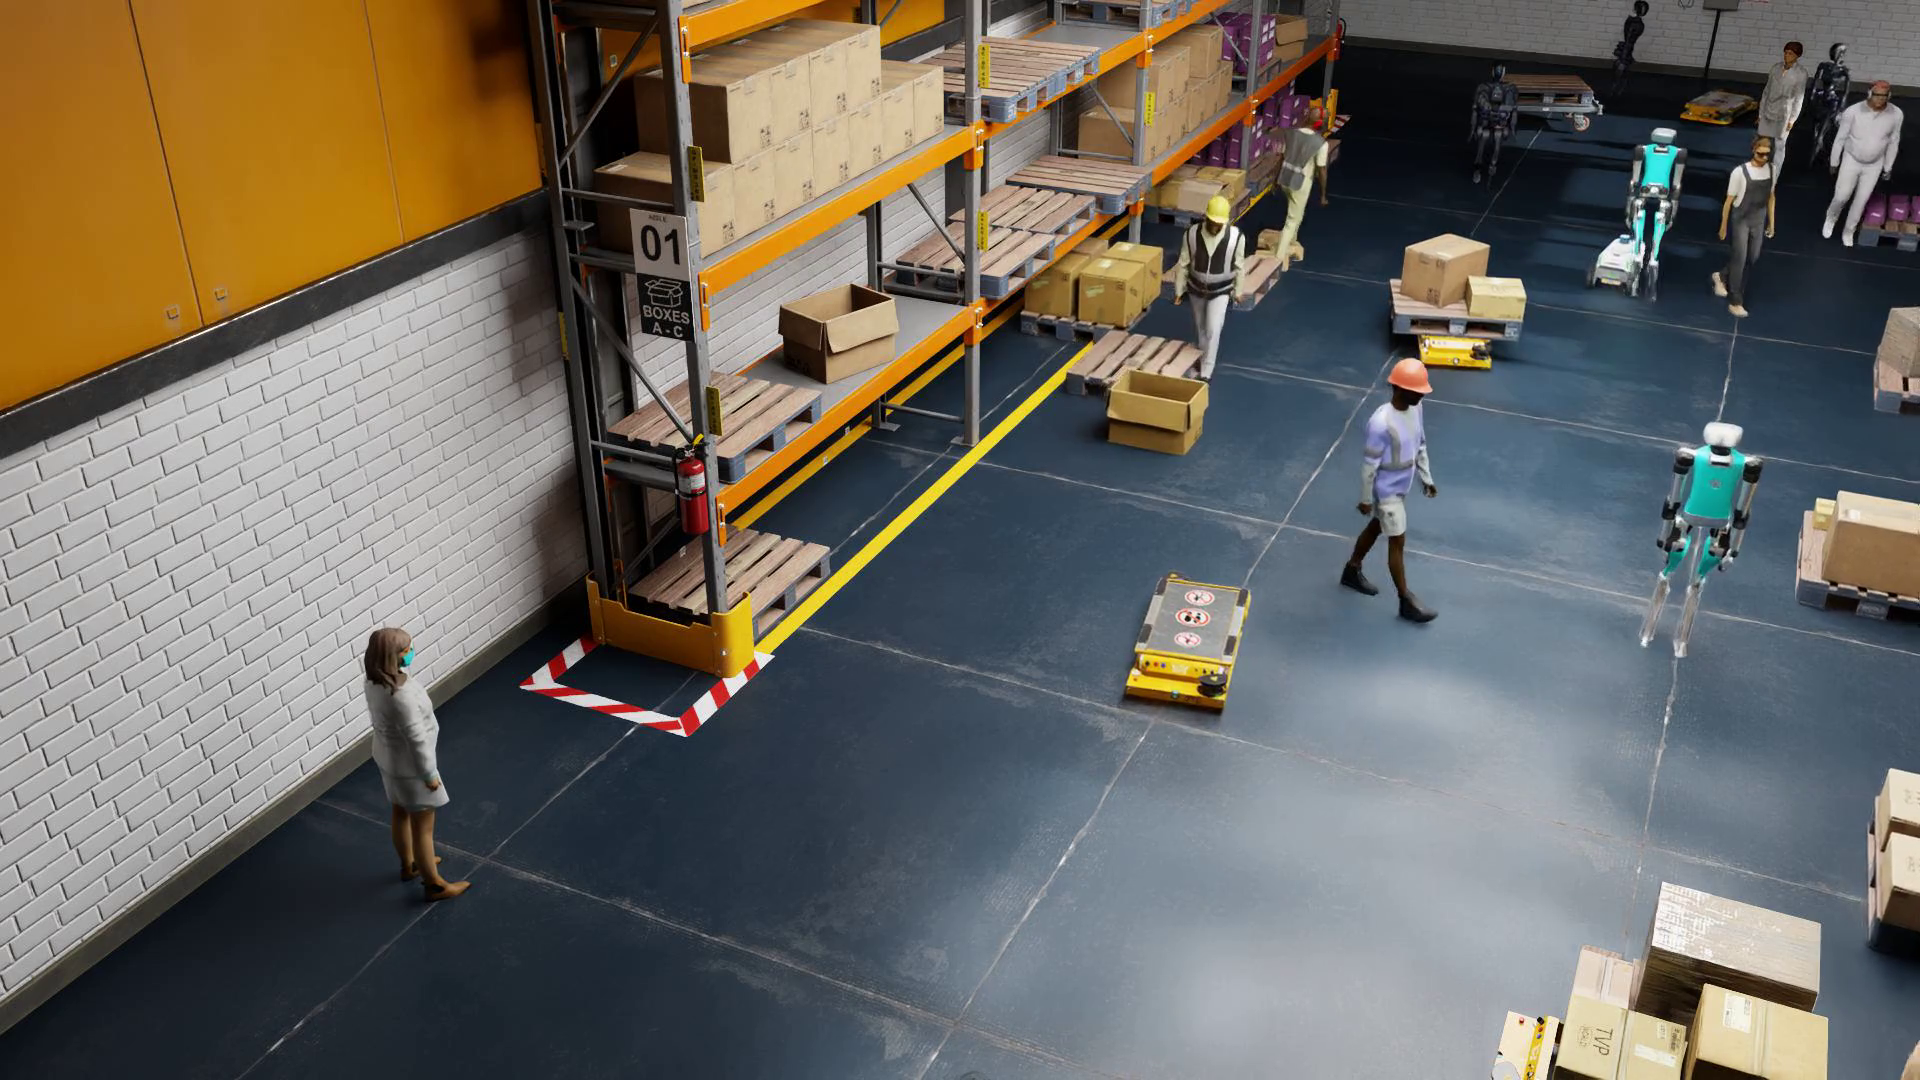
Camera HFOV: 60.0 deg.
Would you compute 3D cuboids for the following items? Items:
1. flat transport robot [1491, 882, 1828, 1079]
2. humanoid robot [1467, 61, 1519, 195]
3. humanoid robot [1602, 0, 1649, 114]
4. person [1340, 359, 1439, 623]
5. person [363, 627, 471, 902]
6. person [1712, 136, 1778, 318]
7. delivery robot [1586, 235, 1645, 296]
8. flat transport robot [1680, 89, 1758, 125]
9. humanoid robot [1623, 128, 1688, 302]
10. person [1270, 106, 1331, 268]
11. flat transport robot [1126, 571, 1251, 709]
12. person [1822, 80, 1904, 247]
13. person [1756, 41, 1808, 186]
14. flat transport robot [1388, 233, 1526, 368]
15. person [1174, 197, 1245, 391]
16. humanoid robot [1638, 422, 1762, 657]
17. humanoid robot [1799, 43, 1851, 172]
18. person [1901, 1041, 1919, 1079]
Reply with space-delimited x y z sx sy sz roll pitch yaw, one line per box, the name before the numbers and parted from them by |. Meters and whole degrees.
flat transport robot | 3.262 2.645 7.824 1.431 0.231 0.659 13 31 22
humanoid robot | 6.718 -5.218 20.938 0.609 1.640 0.534 6 29 11
humanoid robot | 9.769 -7.087 24.391 0.370 1.631 0.609 16 32 27
person | 3.114 -0.374 11.710 0.848 1.897 0.561 23 36 36
person | -2.977 1.204 9.025 0.342 1.662 0.485 -23 36 -36
person | 8.111 -3.263 17.138 0.531 1.822 0.740 -6 29 -11
delivery robot | 7.128 -2.984 17.979 0.499 0.612 0.813 17 33 29
flat transport robot | 11.229 -6.391 24.579 0.659 0.231 1.431 22 35 35
humanoid robot | 7.206 -3.351 17.394 0.552 1.775 0.762 11 30 19
person | 3.731 -3.851 18.247 0.677 1.799 0.583 -17 33 -29
flat transport robot | 1.600 0.669 11.488 0.659 0.231 1.431 8 29 14
person | 10.296 -4.292 18.976 0.658 1.892 0.424 7 29 13
person | 10.349 -5.377 21.054 0.364 1.833 0.503 -22 35 -35
flat transport robot | 4.892 -2.075 16.576 0.659 0.231 1.431 5 29 9
person | 2.266 -2.275 15.344 0.623 1.783 0.885 9 30 17
humanoid robot | 4.972 -0.042 11.234 0.536 1.768 0.660 9 30 16
humanoid robot | 11.419 -5.690 21.825 0.690 1.638 0.589 -13 31 -23
person | 3.824 2.431 6.581 0.568 1.844 0.666 -18 33 -30
